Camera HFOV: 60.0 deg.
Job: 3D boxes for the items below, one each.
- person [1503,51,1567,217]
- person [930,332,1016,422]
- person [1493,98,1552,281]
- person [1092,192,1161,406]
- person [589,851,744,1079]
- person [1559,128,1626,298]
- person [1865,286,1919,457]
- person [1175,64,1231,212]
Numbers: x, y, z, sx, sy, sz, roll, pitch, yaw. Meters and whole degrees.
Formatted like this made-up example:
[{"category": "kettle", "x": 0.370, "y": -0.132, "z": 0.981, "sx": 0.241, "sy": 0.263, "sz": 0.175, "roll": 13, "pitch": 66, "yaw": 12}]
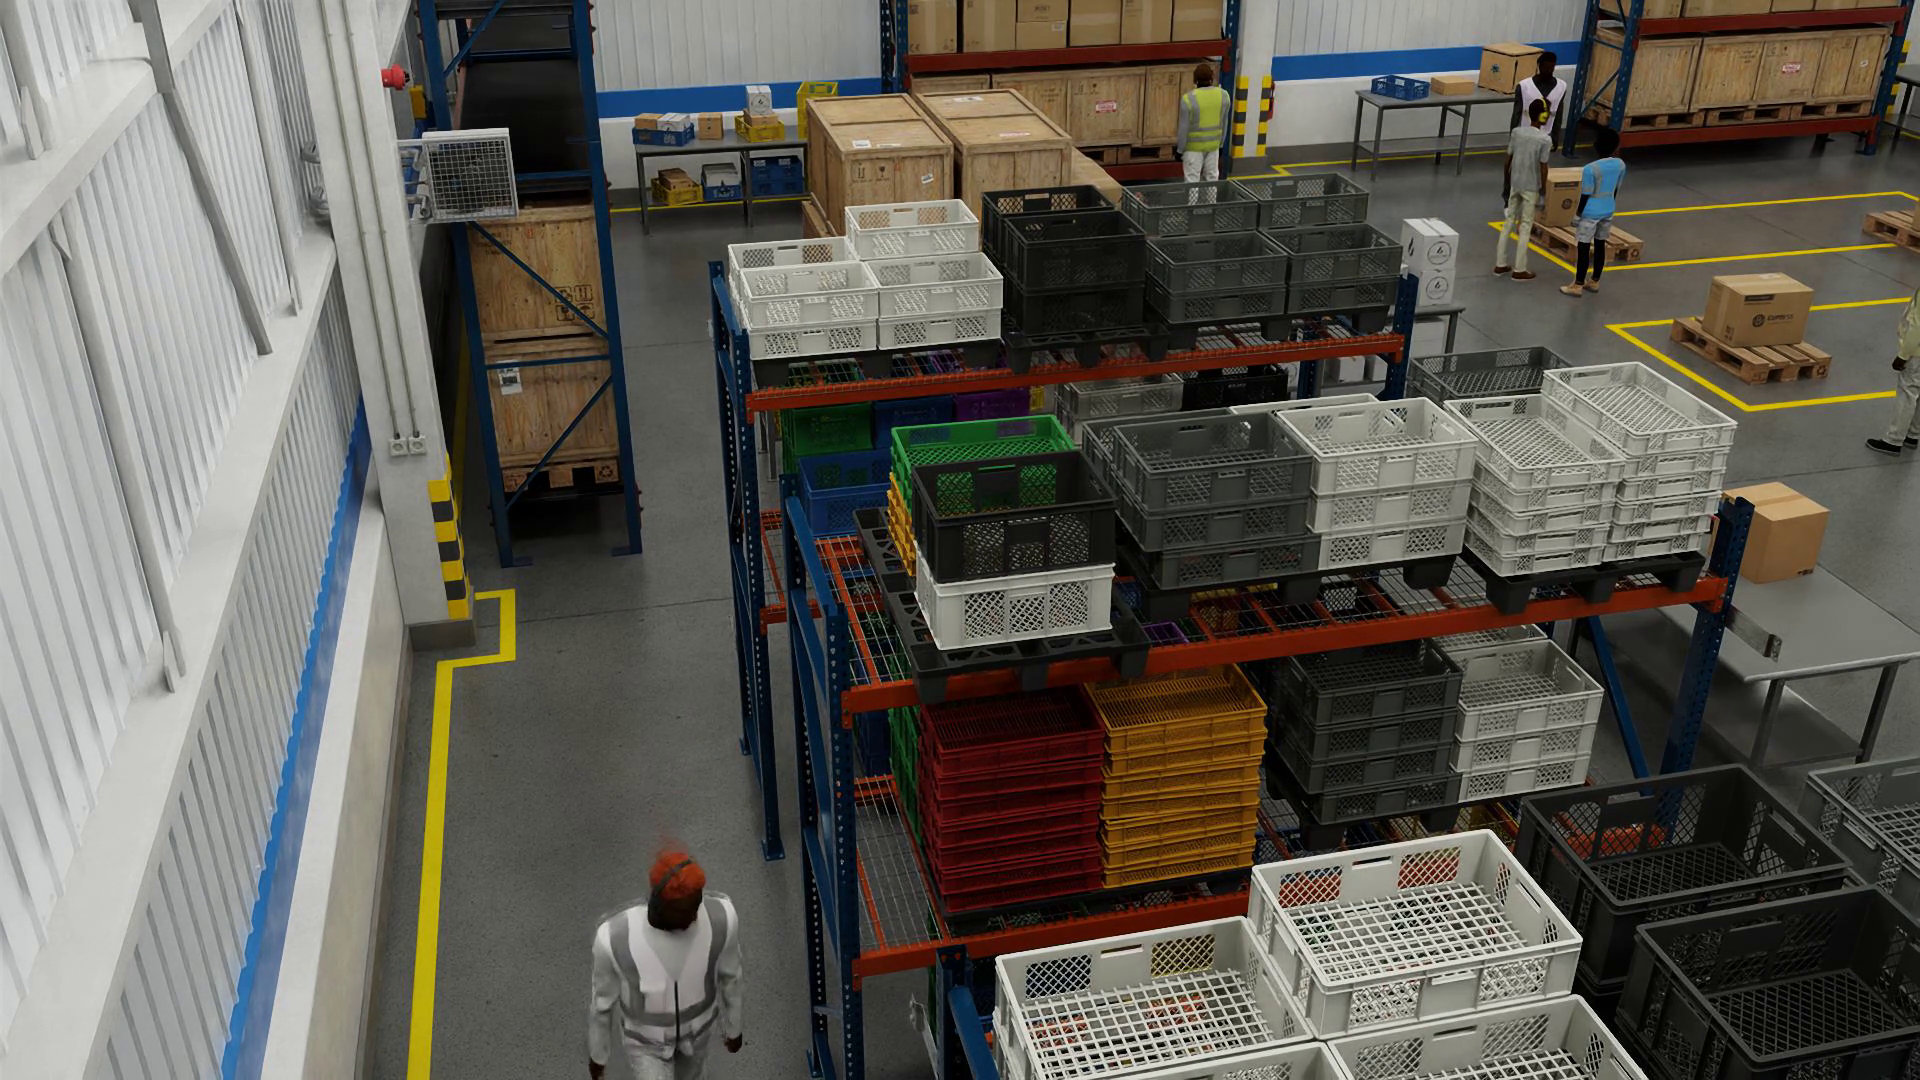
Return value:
[{"category": "person", "x": 6.585, "y": -4.646, "z": 19.090, "sx": 0.592, "sy": 1.910, "sz": 0.384, "roll": -2, "pitch": 28, "yaw": -4}, {"category": "person", "x": 0.093, "y": -0.958, "z": 12.060, "sx": 0.635, "sy": 1.936, "sz": 0.352, "roll": 0, "pitch": 28, "yaw": 0}, {"category": "person", "x": 5.840, "y": -3.624, "z": 17.195, "sx": 0.315, "sy": 1.865, "sz": 0.526, "roll": -19, "pitch": 33, "yaw": -31}, {"category": "person", "x": 1.419, "y": -2.046, "z": 14.156, "sx": 0.638, "sy": 1.910, "sz": 0.407, "roll": 3, "pitch": 28, "yaw": 6}, {"category": "person", "x": -1.184, "y": 1.936, "z": 6.685, "sx": 0.630, "sy": 1.847, "sz": 0.909, "roll": -11, "pitch": 30, "yaw": -20}, {"category": "person", "x": 6.387, "y": -3.293, "z": 16.742, "sx": 0.533, "sy": 1.699, "sz": 0.318, "roll": -15, "pitch": 31, "yaw": -26}, {"category": "person", "x": 7.710, "y": -1.564, "z": 13.317, "sx": 0.590, "sy": 1.837, "sz": 0.404, "roll": -16, "pitch": 32, "yaw": -27}, {"category": "person", "x": 2.707, "y": -4.432, "z": 18.763, "sx": 0.619, "sy": 1.835, "sz": 0.430, "roll": -10, "pitch": 29, "yaw": -19}]
